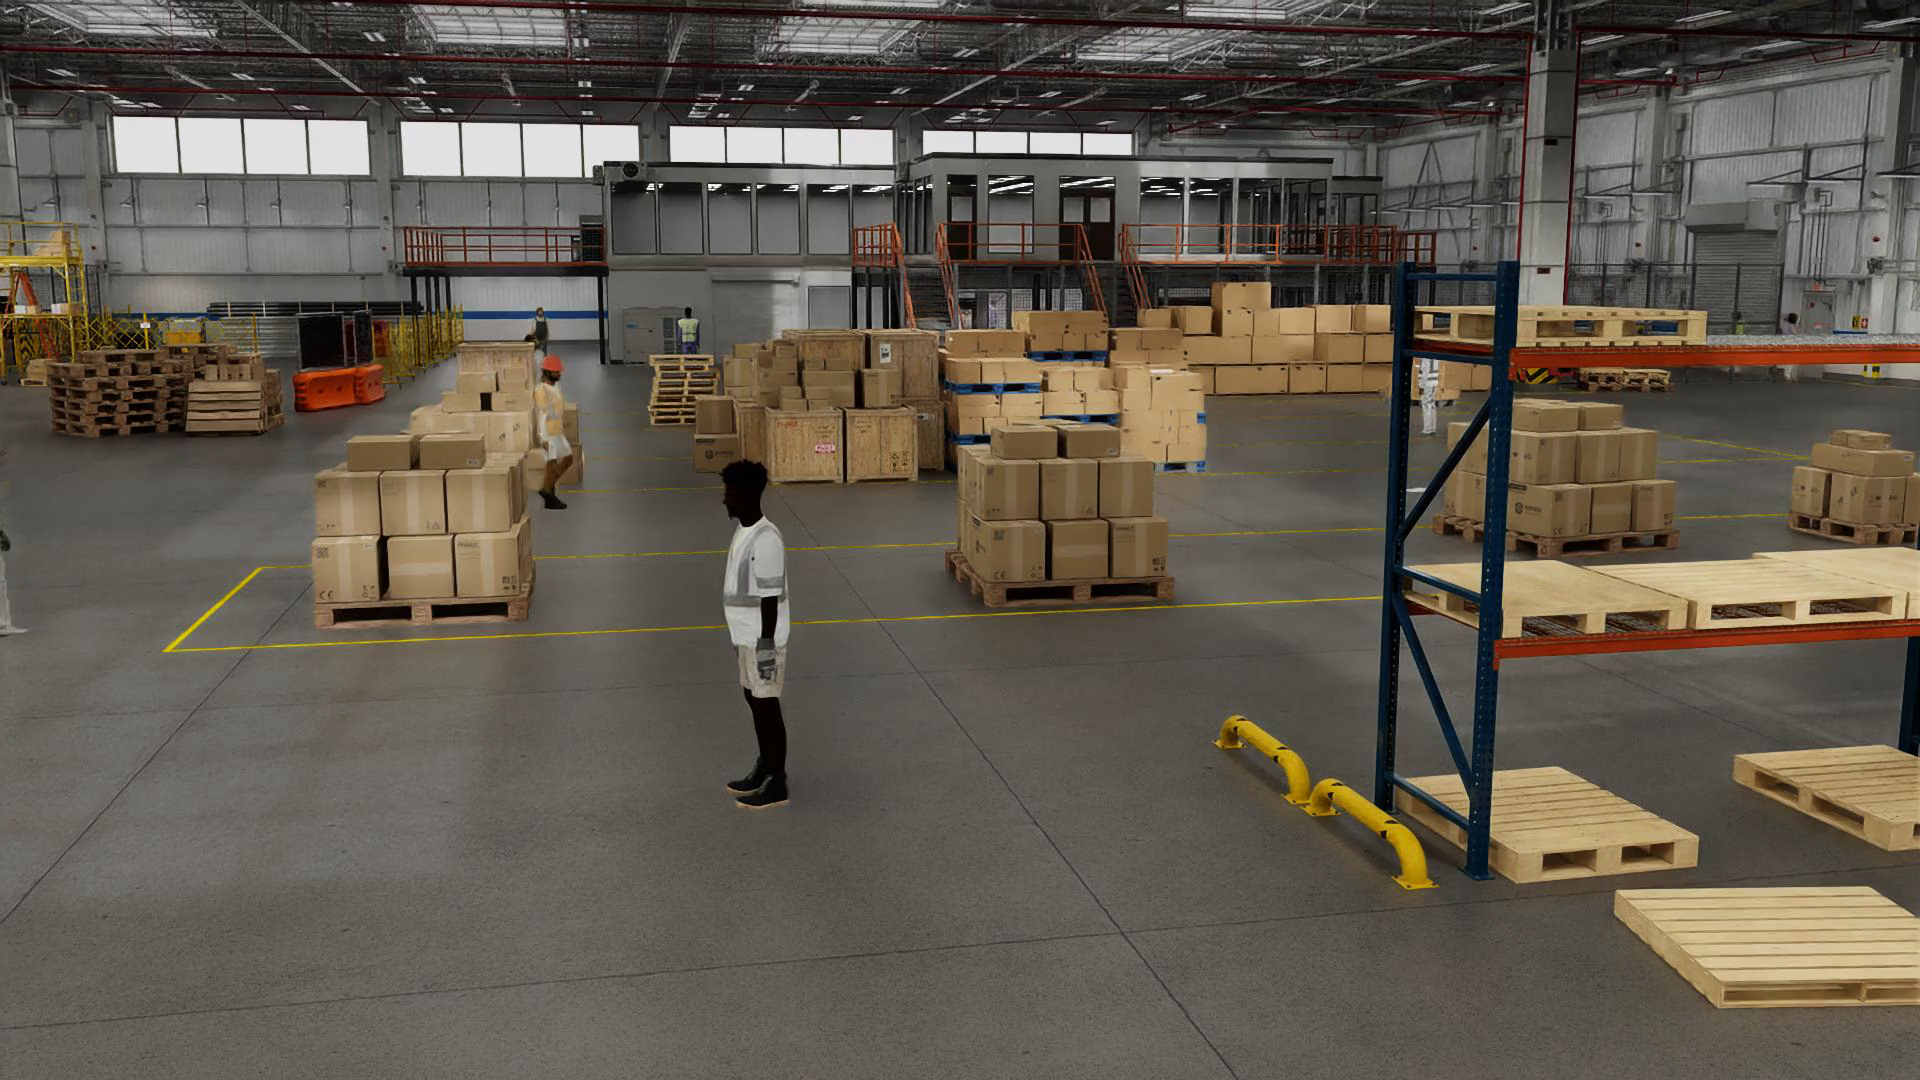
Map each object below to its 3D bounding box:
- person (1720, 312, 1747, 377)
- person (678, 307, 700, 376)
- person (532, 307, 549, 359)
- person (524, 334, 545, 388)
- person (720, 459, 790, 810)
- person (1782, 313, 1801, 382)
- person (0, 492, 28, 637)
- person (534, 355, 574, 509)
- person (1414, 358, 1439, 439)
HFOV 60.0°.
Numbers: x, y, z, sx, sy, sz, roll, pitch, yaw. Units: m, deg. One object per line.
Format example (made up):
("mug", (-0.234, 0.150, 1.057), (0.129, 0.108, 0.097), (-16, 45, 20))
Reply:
("person", (21.387, -5.417, 45.979), (0.633, 1.792, 1.010), (-1, 9, -9))
("person", (-7.392, -5.382, 45.352), (0.590, 1.920, 0.398), (-2, 10, -12))
("person", (-12.733, -6.160, 50.499), (0.528, 1.802, 0.988), (-3, 10, -17))
("person", (-7.572, -2.768, 29.701), (0.457, 1.829, 0.666), (7, 11, 36))
("person", (-1.137, 0.521, 9.270), (0.373, 1.960, 0.608), (-3, 10, -20))
("person", (21.804, -5.024, 43.519), (0.652, 1.807, 0.540), (-5, 11, -30))
("person", (-7.859, 0.031, 13.273), (0.358, 1.619, 0.775), (3, 10, 18))
("person", (-5.037, -1.328, 20.632), (0.402, 1.920, 0.576), (2, 10, 12))
("person", (8.227, -2.722, 29.242), (0.338, 1.882, 0.582), (7, 11, 35))
